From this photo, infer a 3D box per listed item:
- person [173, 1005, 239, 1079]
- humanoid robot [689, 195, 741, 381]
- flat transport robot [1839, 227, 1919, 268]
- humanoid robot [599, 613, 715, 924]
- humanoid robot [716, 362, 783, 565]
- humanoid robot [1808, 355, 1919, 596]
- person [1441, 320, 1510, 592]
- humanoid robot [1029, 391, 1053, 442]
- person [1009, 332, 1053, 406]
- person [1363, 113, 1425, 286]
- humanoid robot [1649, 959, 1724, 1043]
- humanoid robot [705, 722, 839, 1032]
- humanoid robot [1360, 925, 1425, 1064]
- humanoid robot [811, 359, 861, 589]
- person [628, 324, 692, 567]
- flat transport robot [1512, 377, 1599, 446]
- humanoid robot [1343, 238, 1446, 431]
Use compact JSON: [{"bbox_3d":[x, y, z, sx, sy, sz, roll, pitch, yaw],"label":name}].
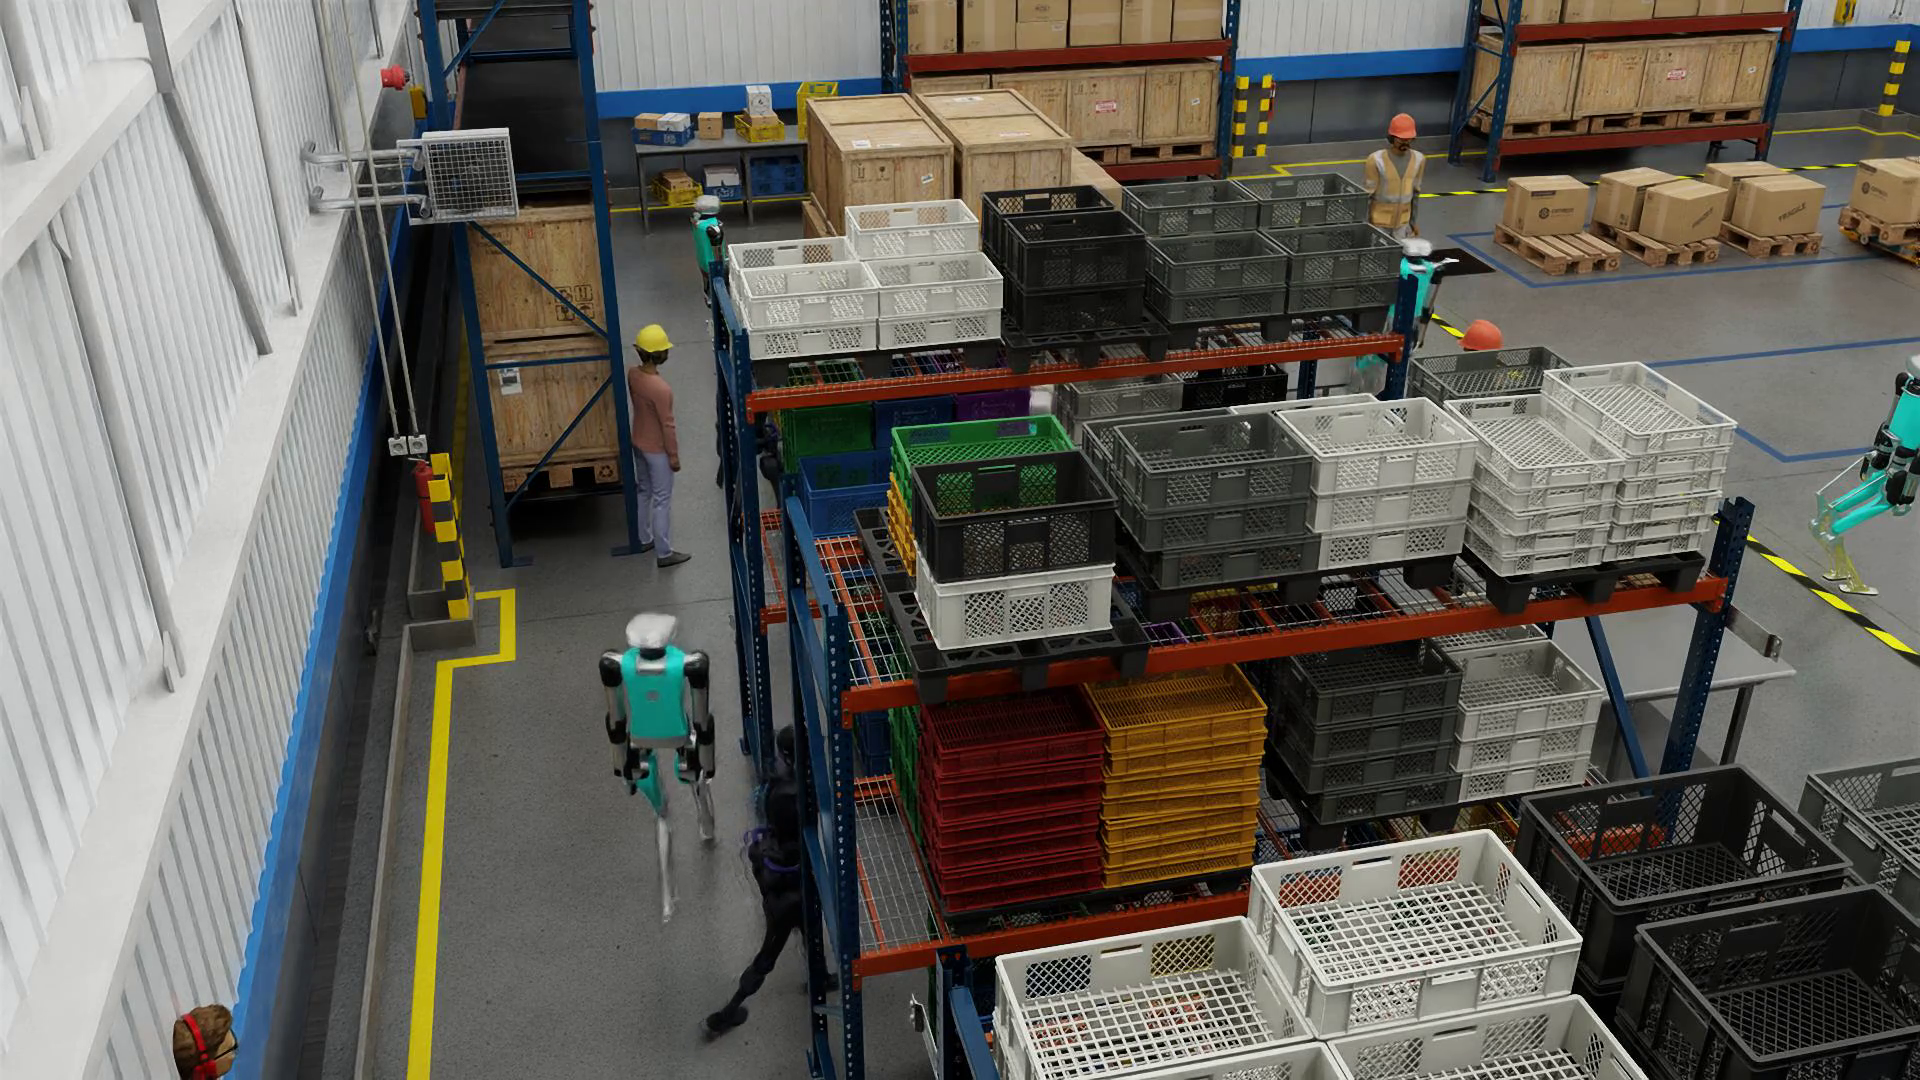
[{"bbox_3d":[-2.559,2.397,5.820,0.392,1.836,0.563,-19,33,-32],"label":"person"},{"bbox_3d":[-1.942,-2.199,14.503,0.735,1.674,0.533,-15,31,-26],"label":"humanoid robot"},{"bbox_3d":[10.422,-3.277,18.234,0.652,0.197,1.431,-6,28,-12],"label":"flat transport robot"},{"bbox_3d":[-1.472,1.010,8.597,0.541,1.775,0.979,0,28,1],"label":"humanoid robot"},{"bbox_3d":[-1.411,-0.586,11.637,0.611,1.647,0.350,-8,29,-15],"label":"humanoid robot"},{"bbox_3d":[6.067,-0.432,11.146,0.735,1.677,0.533,-1,28,-2],"label":"humanoid robot"},{"bbox_3d":[3.440,-0.571,11.340,0.355,1.936,0.550,23,35,36],"label":"person"},{"bbox_3d":[0.093,-0.114,10.738,1.038,1.765,0.530,0,28,-1],"label":"humanoid robot"},{"bbox_3d":[0.439,-0.632,11.572,0.506,1.837,0.332,23,35,36],"label":"person"},{"bbox_3d":[4.134,-3.069,15.968,0.604,2.045,0.375,-6,28,-12],"label":"person"},{"bbox_3d":[2.765,2.133,6.501,0.354,1.643,0.615,-9,29,-17],"label":"humanoid robot"},{"bbox_3d":[-0.865,1.543,7.673,0.790,1.614,0.584,-12,30,-21],"label":"humanoid robot"},{"bbox_3d":[1.684,2.154,6.465,0.576,1.649,0.598,-12,30,-21],"label":"humanoid robot"},{"bbox_3d":[-0.785,-0.458,11.410,0.601,1.649,0.362,-23,35,-36],"label":"humanoid robot"},{"bbox_3d":[-2.128,-0.672,11.727,0.346,1.760,0.525,-21,34,-34],"label":"person"},{"bbox_3d":[4.780,-1.036,14.013,0.659,0.231,1.431,-6,28,-12],"label":"flat transport robot"},{"bbox_3d":[3.494,-1.686,13.679,0.602,1.784,0.813,-4,28,-8],"label":"humanoid robot"}]
